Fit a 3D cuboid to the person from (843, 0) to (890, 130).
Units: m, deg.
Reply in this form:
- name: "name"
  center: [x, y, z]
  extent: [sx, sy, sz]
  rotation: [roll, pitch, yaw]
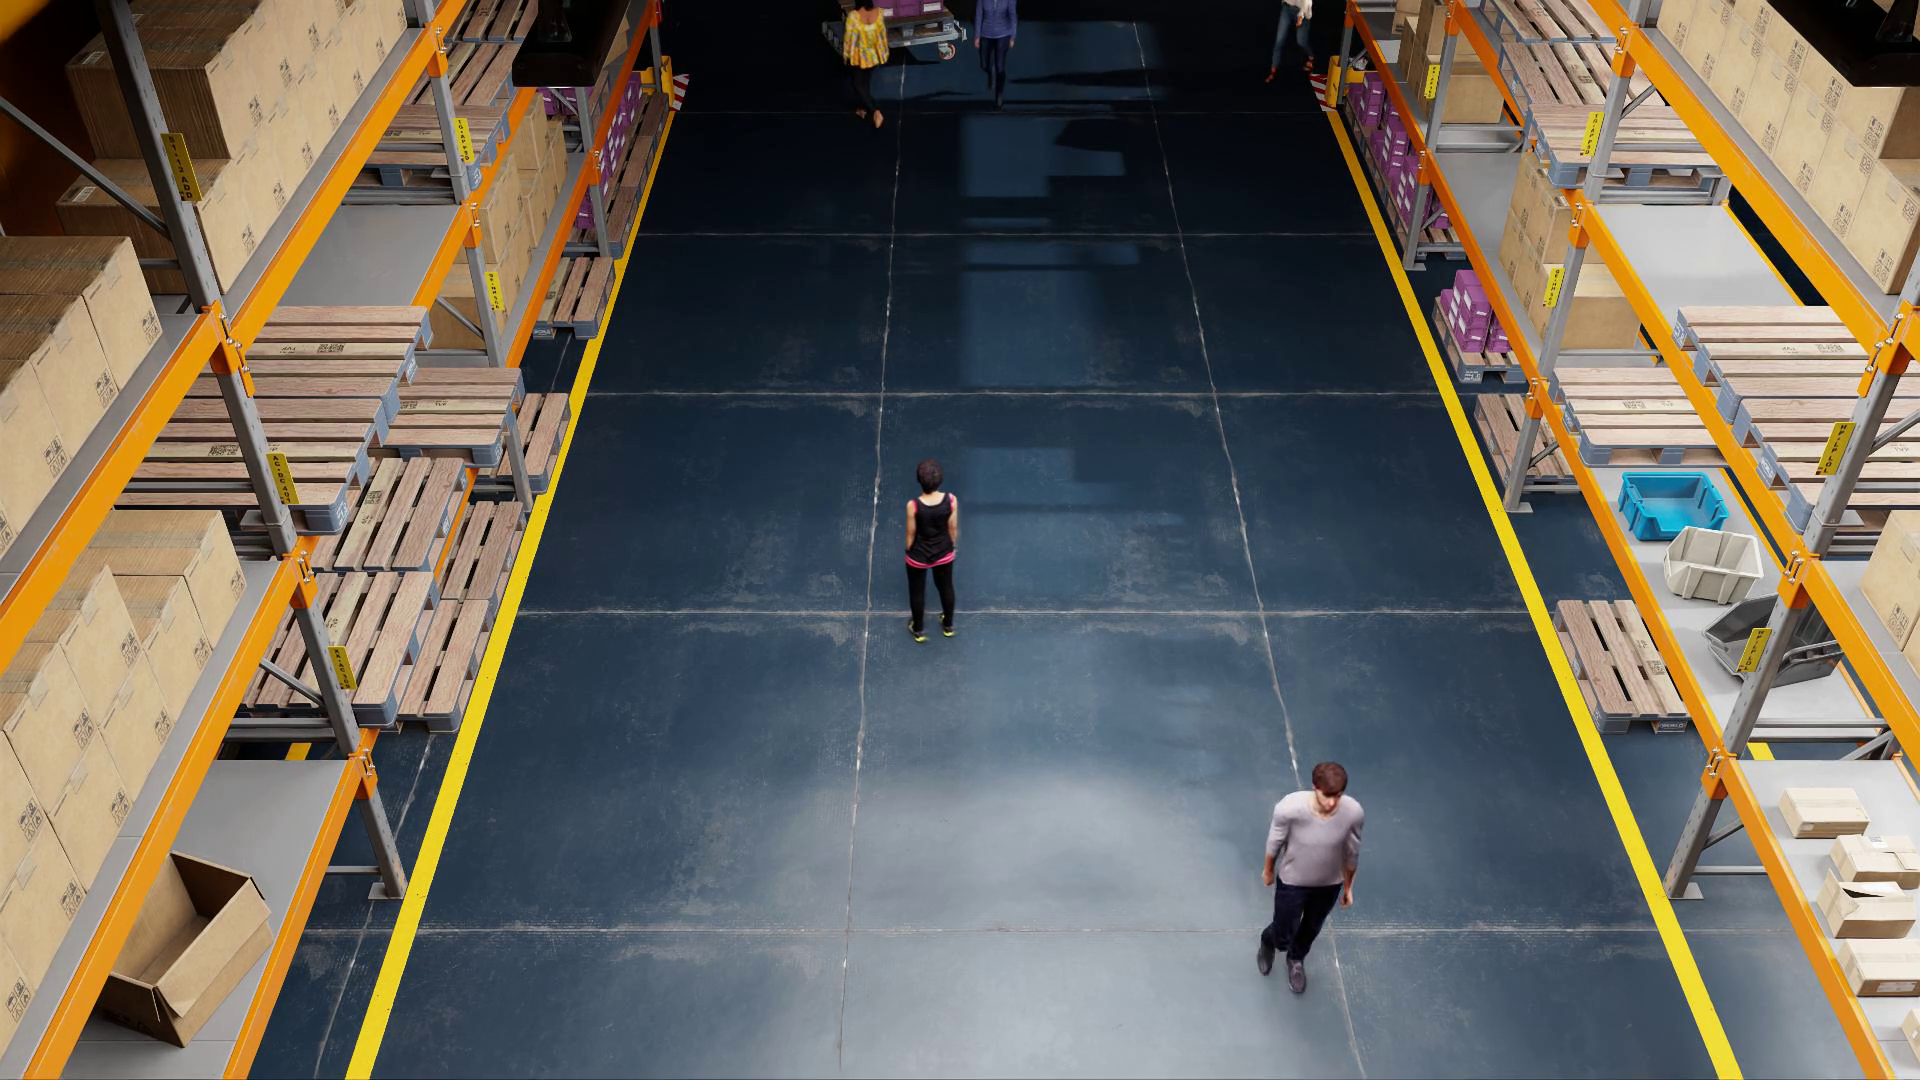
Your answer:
- name: "person"
  center: [-1.061, -5.460, 18.884]
  extent: [1.023, 1.634, 1.119]
  rotation: [-25, 45, -28]

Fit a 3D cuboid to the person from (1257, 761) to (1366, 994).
- name: "person"
  center: [1.990, 1.864, 9.553]
  extent: [0.661, 1.833, 0.647]
  rotation: [-1, 39, -2]

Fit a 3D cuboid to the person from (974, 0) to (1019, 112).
- name: "person"
  center: [0.412, -5.931, 19.400]
  extent: [0.730, 1.725, 0.938]
  rotation: [5, 39, 6]

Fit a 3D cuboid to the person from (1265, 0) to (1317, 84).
- name: "person"
  center: [4.099, -6.324, 19.962]
  extent: [1.038, 1.638, 1.094]
  rotation: [32, 48, 33]

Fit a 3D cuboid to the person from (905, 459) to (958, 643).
- name: "person"
  center: [-0.216, 0.074, 12.021]
  extent: [0.596, 1.550, 0.598]
  rotation: [-12, 40, -15]
